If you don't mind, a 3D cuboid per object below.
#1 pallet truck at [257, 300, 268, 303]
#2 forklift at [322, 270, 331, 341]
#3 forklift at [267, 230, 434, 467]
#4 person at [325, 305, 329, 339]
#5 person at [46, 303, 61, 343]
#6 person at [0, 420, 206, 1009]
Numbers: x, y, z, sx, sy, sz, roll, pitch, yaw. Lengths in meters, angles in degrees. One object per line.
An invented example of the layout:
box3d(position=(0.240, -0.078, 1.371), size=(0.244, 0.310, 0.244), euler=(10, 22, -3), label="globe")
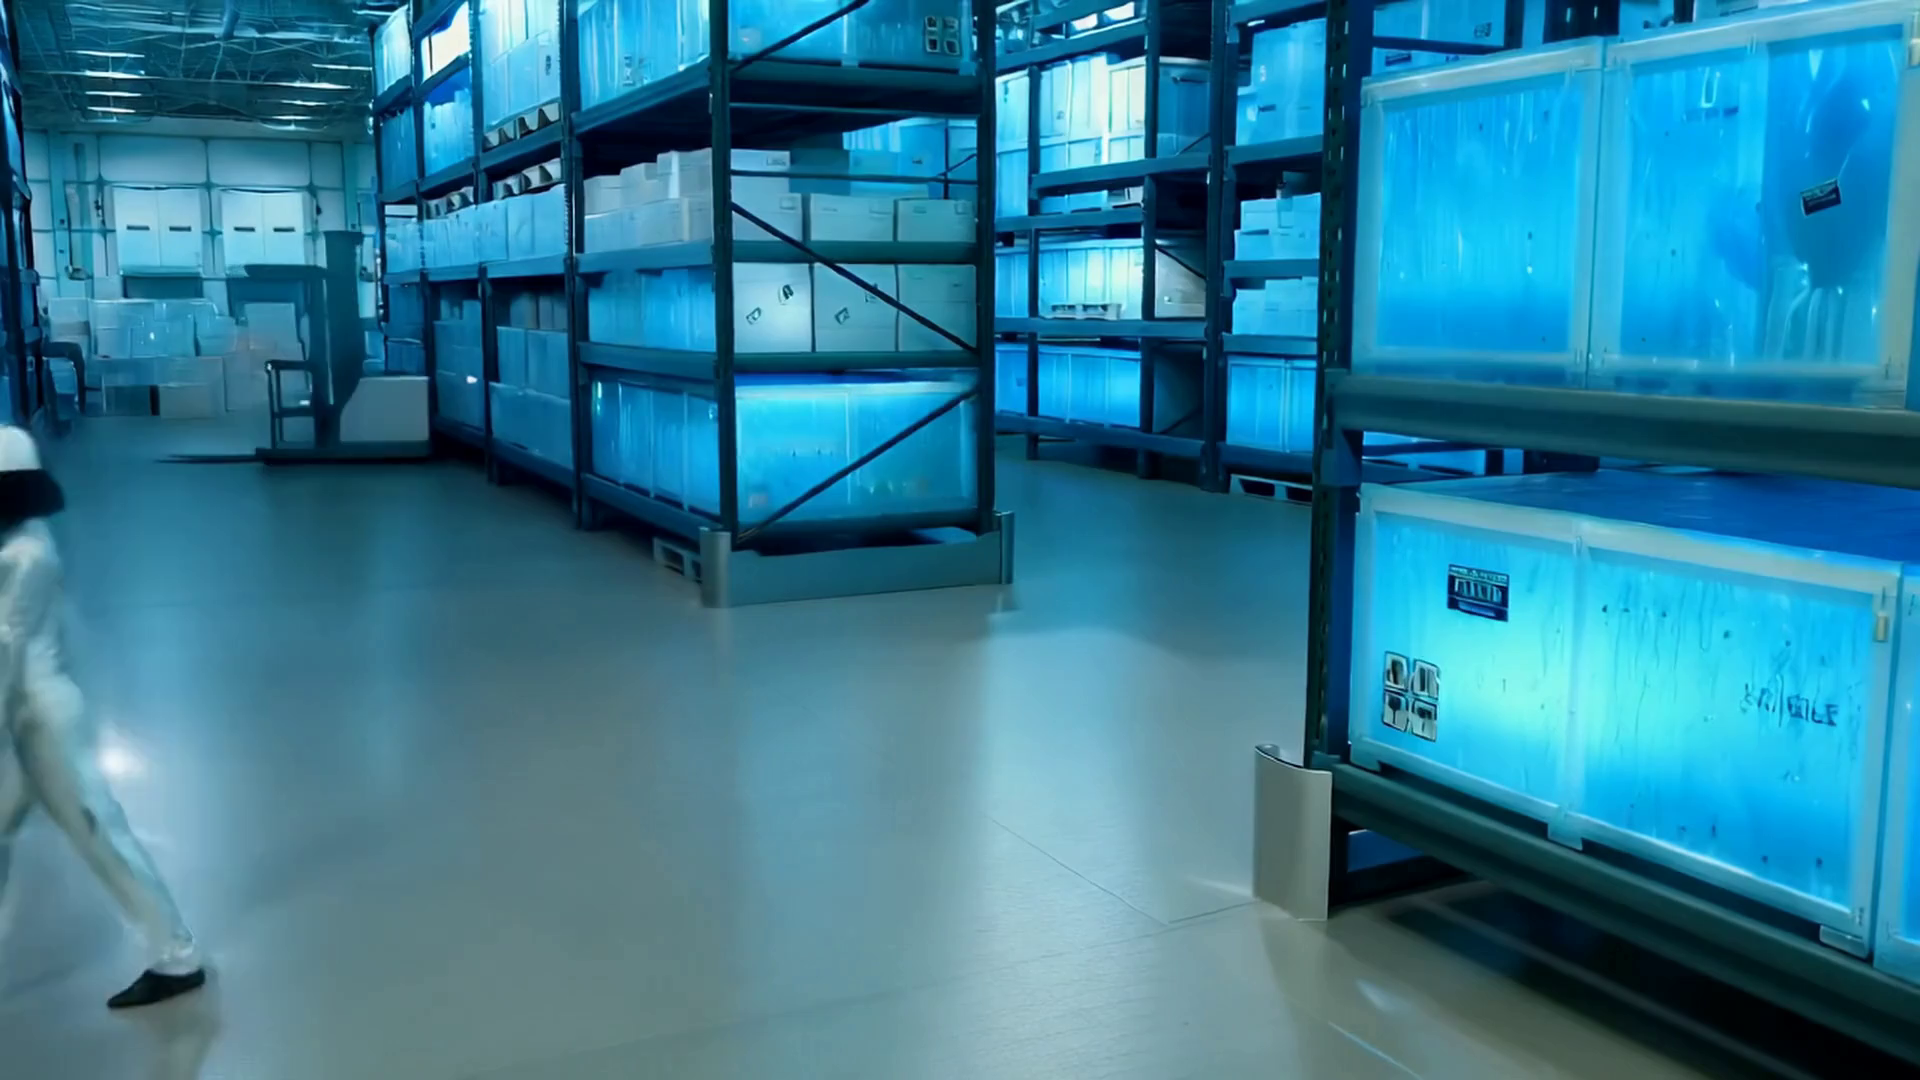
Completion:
box3d(position=(-23.913, -7.404, 58.171), size=(1.885, 1.965, 0.823), euler=(-1, 8, -9), label="pallet truck")
box3d(position=(-17.807, -6.198, 46.830), size=(1.129, 2.768, 1.873), euler=(-4, 9, -26), label="forklift")
box3d(position=(-7.420, -2.331, 20.159), size=(1.873, 2.768, 1.129), euler=(-3, 9, -18), label="forklift")
box3d(position=(-15.075, -4.677, 39.658), size=(0.819, 1.908, 0.648), euler=(-1, 8, -7), label="person")
box3d(position=(-27.900, -6.338, 51.099), size=(0.442, 1.915, 0.633), euler=(1, 8, 9), label="person")
box3d(position=(-2.601, 0.517, 4.598), size=(0.915, 1.693, 0.495), euler=(-5, 10, -30), label="person")
